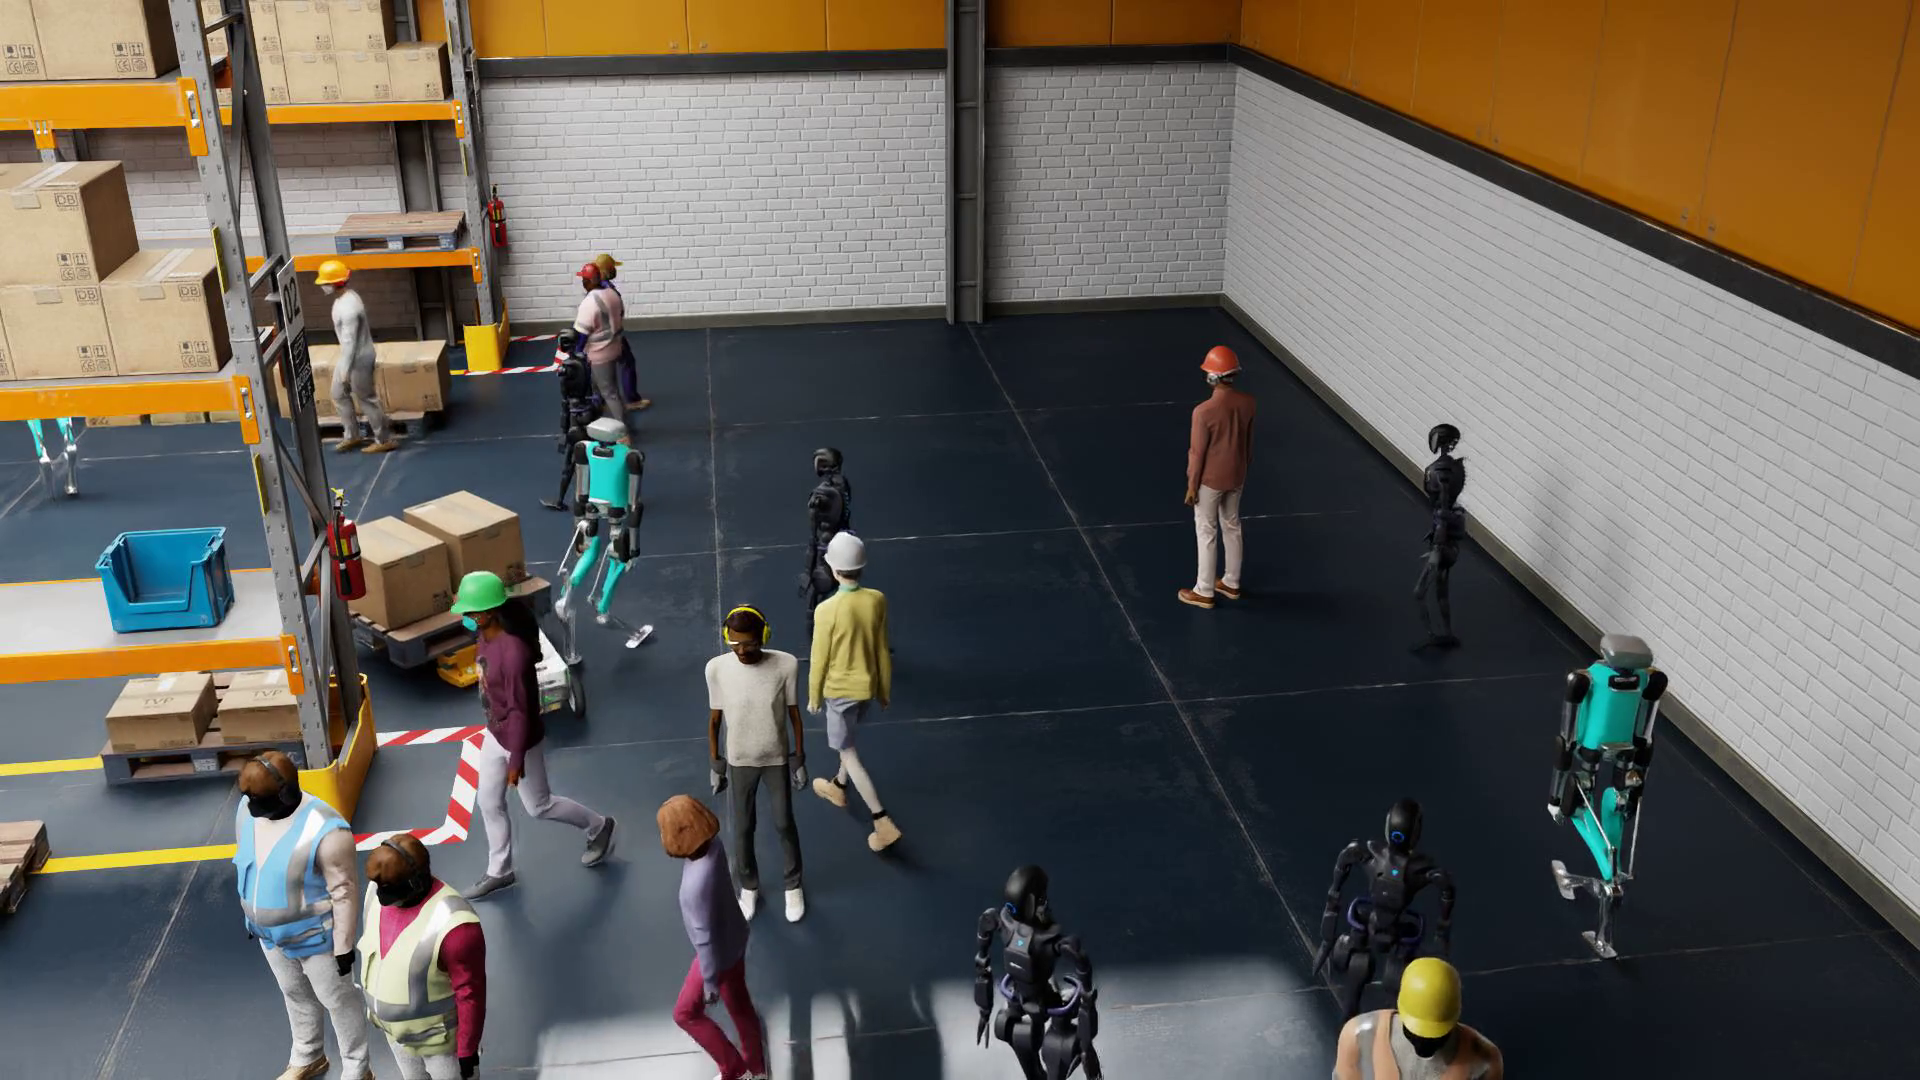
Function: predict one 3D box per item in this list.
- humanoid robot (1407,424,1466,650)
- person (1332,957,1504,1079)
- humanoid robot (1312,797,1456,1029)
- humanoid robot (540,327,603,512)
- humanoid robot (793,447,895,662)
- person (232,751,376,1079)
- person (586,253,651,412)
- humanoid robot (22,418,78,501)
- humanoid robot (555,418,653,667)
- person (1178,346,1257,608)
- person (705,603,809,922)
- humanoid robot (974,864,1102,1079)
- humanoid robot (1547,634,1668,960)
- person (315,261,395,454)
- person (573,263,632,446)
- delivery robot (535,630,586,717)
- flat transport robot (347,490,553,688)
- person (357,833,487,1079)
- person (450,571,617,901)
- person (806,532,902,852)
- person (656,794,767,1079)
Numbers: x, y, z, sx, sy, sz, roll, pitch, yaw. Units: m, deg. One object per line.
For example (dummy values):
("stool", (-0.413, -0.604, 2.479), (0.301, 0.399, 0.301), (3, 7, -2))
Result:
("humanoid robot", (3.405, -0.014, 11.683), (0.403, 1.638, 0.603), (7, 25, 15))
("person", (1.667, 2.270, 6.211), (0.589, 1.890, 0.932), (8, 25, 18))
("humanoid robot", (1.922, 1.813, 7.529), (0.600, 1.632, 0.638), (9, 25, 20))
("humanoid robot", (-3.207, -1.007, 13.993), (0.777, 1.624, 0.607), (5, 24, 11))
("humanoid robot", (-0.827, 0.143, 11.374), (0.741, 1.634, 0.587), (10, 26, 21))
("person", (-2.957, 1.752, 7.459), (0.620, 1.837, 0.430), (11, 26, 23))
("person", (-3.405, -2.044, 16.379), (0.669, 1.596, 0.478), (-20, 31, -38))
("humanoid robot", (-7.789, -1.097, 14.187), (0.543, 1.885, 0.729), (-16, 28, -31))
("humanoid robot", (-2.518, 0.103, 11.390), (0.545, 1.770, 0.942), (9, 25, 20))
("person", (1.906, -0.474, 12.342), (0.609, 1.986, 0.399), (-16, 28, -32))
("person", (-1.059, 1.176, 8.754), (0.521, 1.853, 0.337), (-1, 24, -2))
("humanoid robot", (0.318, 2.053, 7.011), (0.610, 1.622, 0.756), (13, 27, 27))
("humanoid robot", (3.329, 1.367, 8.466), (0.554, 1.732, 1.018), (-3, 24, -8))
("person", (-5.591, -1.630, 15.125), (0.707, 1.863, 0.597), (-11, 26, -23))
("person", (-3.450, -1.720, 15.503), (0.783, 1.720, 0.622), (4, 24, 8))
("delivery robot", (-2.832, 0.892, 11.008), (0.521, 0.595, 0.767), (-13, 27, -27))
("flat transport robot", (-3.691, 0.655, 11.903), (1.431, 0.231, 0.659), (20, 30, 37))
("person", (-2.212, 2.002, 6.886), (0.621, 1.839, 0.430), (16, 28, 31))
("person", (-2.361, 1.025, 9.012), (0.831, 1.918, 0.500), (-19, 30, -37))
("person", (-0.600, 0.852, 9.497), (0.479, 1.862, 0.911), (-18, 29, -35))
("person", (-1.097, 1.849, 7.508), (0.422, 1.602, 0.532), (2, 24, 4))
